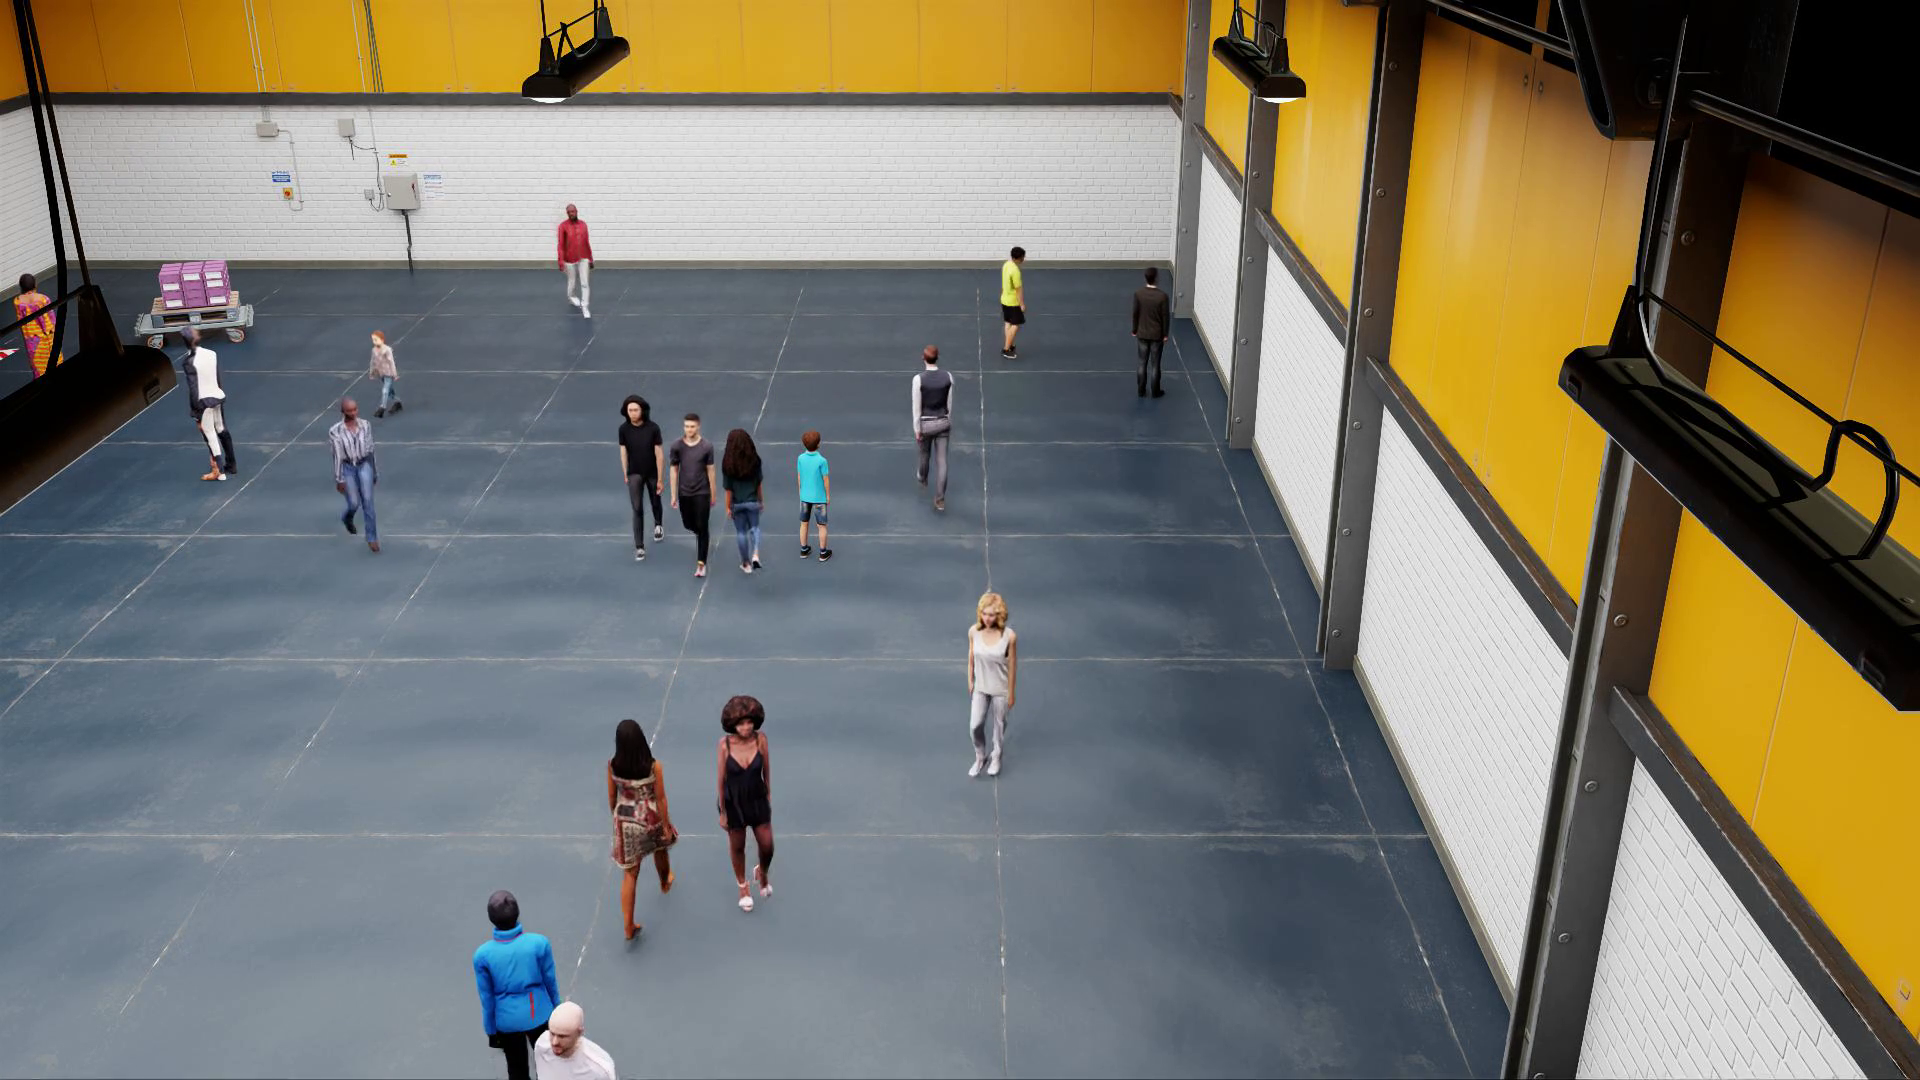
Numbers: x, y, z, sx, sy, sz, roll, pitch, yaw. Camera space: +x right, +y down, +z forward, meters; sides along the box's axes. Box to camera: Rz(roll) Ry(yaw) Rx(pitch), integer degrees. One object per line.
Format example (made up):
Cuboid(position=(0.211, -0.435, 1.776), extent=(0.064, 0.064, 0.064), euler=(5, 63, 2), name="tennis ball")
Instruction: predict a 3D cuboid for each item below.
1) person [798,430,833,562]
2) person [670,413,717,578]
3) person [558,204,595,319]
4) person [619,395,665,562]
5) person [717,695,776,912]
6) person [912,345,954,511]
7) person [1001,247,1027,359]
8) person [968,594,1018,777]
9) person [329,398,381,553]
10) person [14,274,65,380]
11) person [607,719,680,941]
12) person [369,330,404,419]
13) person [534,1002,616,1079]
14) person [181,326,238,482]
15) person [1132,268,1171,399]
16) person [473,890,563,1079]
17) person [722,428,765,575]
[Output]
Cuboid(position=(-1.584, -0.489, 17.918), extent=(0.575, 1.447, 0.575), euler=(9, 25, 19), name="person")
Cuboid(position=(-2.789, -0.524, 17.632), extent=(0.691, 1.741, 1.046), euler=(2, 24, 4), name="person")
Cuboid(position=(-6.174, -4.515, 26.705), extent=(1.008, 1.786, 1.250), euler=(-10, 26, -22), name="person")
Cuboid(position=(-3.405, -0.750, 18.083), extent=(0.679, 1.793, 1.165), euler=(-2, 24, -3), name="person")
Cuboid(position=(-1.590, 1.880, 12.085), extent=(0.641, 1.779, 0.684), euler=(-8, 25, -17), name="person")
Cuboid(position=(-0.272, -1.269, 19.147), extent=(0.815, 1.893, 1.251), euler=(-5, 24, -10), name="person")
Cuboid(position=(0.770, -3.557, 24.653), extent=(0.942, 1.675, 0.783), euler=(-18, 29, -35), name="person")
Cuboid(position=(0.313, 1.173, 13.853), extent=(0.664, 1.657, 0.674), euler=(7, 25, 15), name="person")
Cuboid(position=(-6.591, -0.717, 18.042), extent=(0.906, 1.766, 0.981), euler=(-22, 32, -40), name="person")
Cuboid(position=(-12.815, -2.896, 23.148), extent=(0.706, 1.669, 0.721), euler=(-5, 24, -12), name="person")
Cuboid(position=(-2.322, 2.078, 11.857), extent=(0.637, 1.598, 1.120), euler=(2, 24, 5), name="person")
Cuboid(position=(-7.659, -2.235, 22.266), extent=(0.719, 1.164, 0.885), euler=(11, 26, 24), name="person")
Cuboid(position=(-1.998, 3.190, 9.038), extent=(0.892, 1.818, 0.994), euler=(14, 27, 30), name="person")
Cuboid(position=(-9.063, -1.653, 20.027), extent=(0.804, 1.892, 0.639), euler=(7, 25, 16), name="person")
Cuboid(position=(2.624, -2.857, 22.893), extent=(0.755, 1.801, 0.706), euler=(10, 26, 22), name="person")
Cuboid(position=(-2.567, 2.881, 9.798), extent=(0.754, 1.776, 1.024), euler=(-5, 24, -12), name="person")
Cuboid(position=(-2.243, -0.365, 17.438), extent=(0.713, 1.604, 0.797), euler=(-8, 25, -18), name="person")
